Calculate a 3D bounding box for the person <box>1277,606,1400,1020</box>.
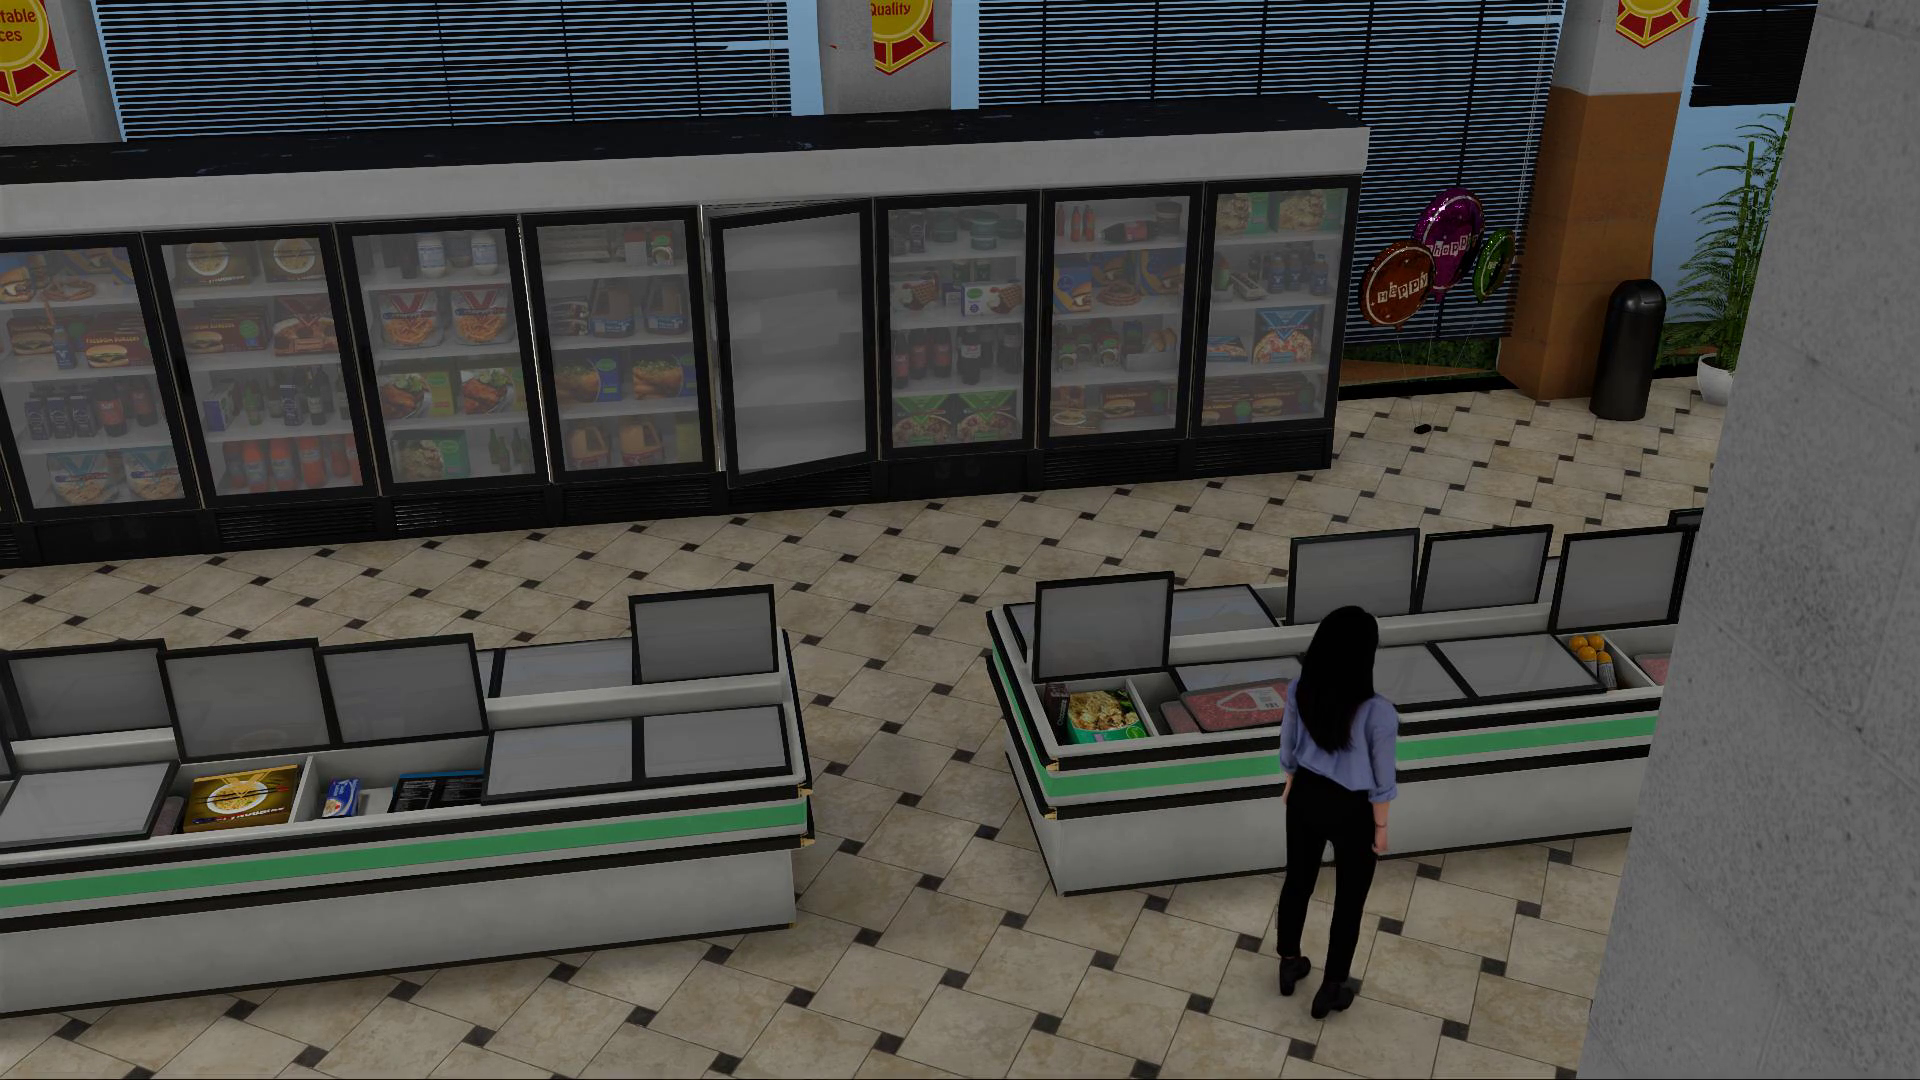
[{"bbox_3d":[1.397,1.042,6.273,0.732,1.747,0.762,22,34,36],"label":"person"}]
